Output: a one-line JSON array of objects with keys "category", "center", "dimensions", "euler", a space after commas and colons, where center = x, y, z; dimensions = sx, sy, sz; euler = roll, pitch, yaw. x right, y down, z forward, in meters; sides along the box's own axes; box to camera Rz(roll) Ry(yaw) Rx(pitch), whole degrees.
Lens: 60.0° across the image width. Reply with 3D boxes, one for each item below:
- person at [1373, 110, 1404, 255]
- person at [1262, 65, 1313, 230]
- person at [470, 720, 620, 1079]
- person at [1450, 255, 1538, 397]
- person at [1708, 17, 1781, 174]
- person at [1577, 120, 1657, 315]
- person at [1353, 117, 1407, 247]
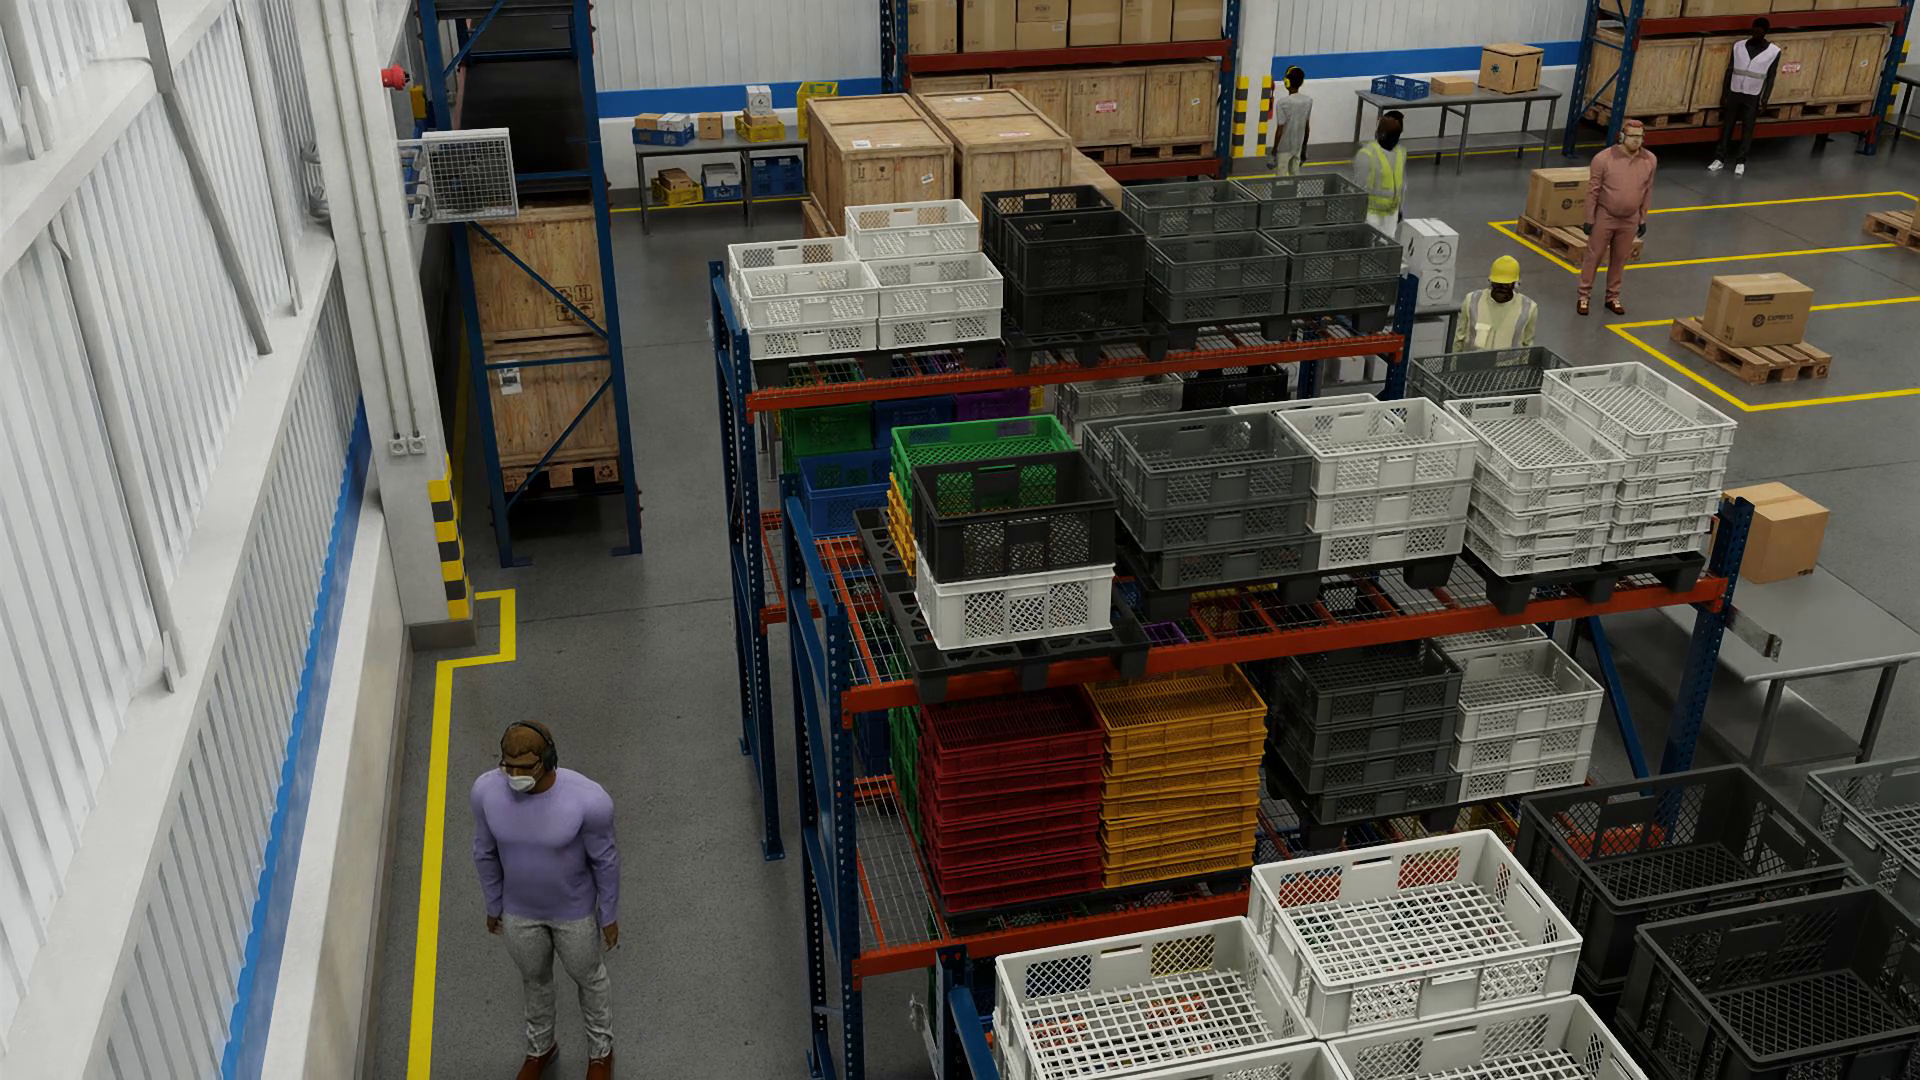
[{"category": "person", "center": [4.424, -3.648, 17.419], "dimensions": [0.318, 1.695, 0.539], "euler": [2, 28, 4]}, {"category": "person", "center": [3.650, -4.327, 18.531], "dimensions": [0.539, 1.863, 0.313], "euler": [-15, 31, -27]}, {"category": "person", "center": [-1.772, 1.595, 7.216], "dimensions": [0.627, 1.940, 0.372], "euler": [3, 28, 6]}, {"category": "person", "center": [4.085, -1.311, 12.840], "dimensions": [0.589, 1.834, 0.403], "euler": [9, 29, 16]}, {"category": "person", "center": [9.853, -5.577, 20.850], "dimensions": [0.590, 1.915, 0.392], "euler": [20, 34, 32]}, {"category": "person", "center": [6.406, -3.139, 16.228], "dimensions": [0.641, 1.913, 0.407], "euler": [-1, 28, -2]}, {"category": "person", "center": [4.198, -3.338, 16.699], "dimensions": [0.657, 1.818, 0.569], "euler": [-15, 31, -27]}]
